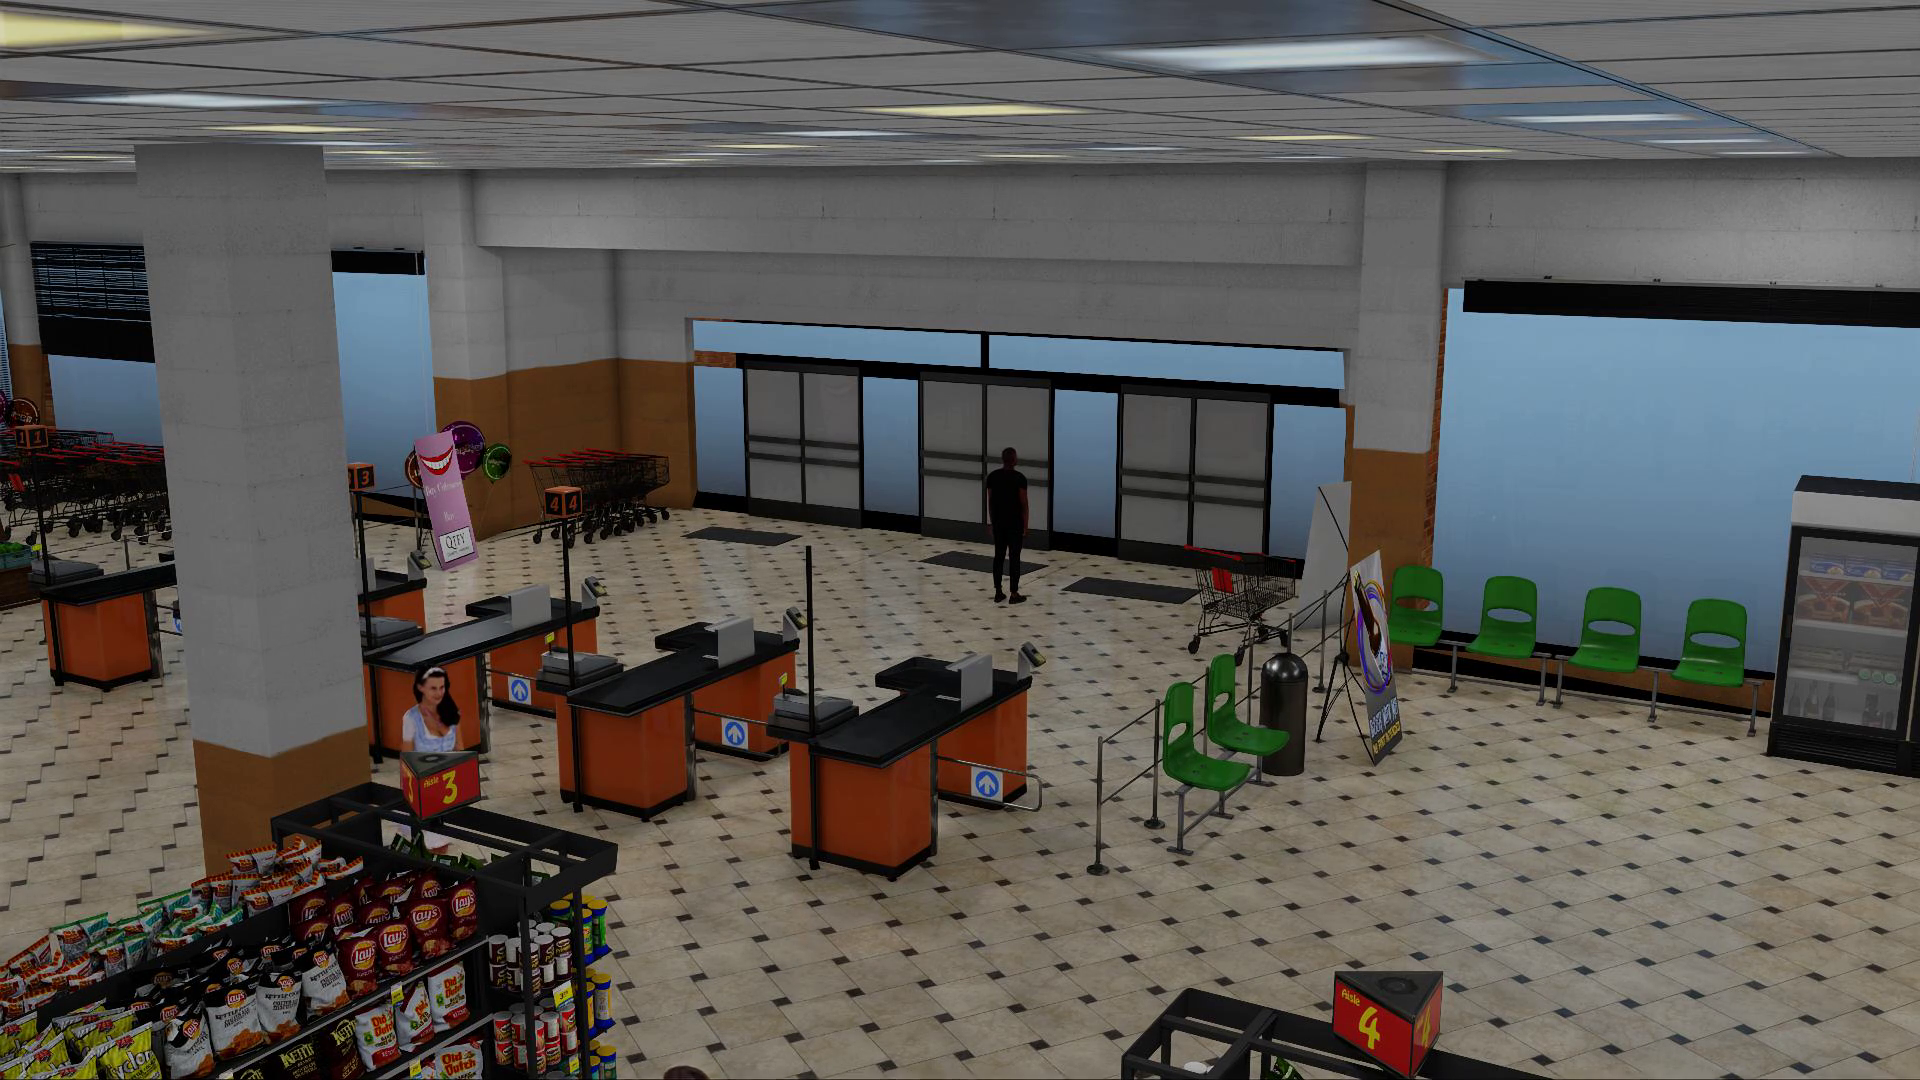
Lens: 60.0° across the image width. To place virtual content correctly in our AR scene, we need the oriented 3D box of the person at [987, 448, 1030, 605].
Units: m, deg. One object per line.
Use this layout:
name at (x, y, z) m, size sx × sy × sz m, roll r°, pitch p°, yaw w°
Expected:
person at (0.553, -0.175, 19.368) m, size 0.660 × 1.819 × 0.526 m, roll 6°, pitch 13°, yaw 28°

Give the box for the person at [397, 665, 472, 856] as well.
person at (-3.447, 1.655, 10.726) m, size 0.784 × 1.798 × 0.749 m, roll 9°, pitch 15°, yaw 38°
